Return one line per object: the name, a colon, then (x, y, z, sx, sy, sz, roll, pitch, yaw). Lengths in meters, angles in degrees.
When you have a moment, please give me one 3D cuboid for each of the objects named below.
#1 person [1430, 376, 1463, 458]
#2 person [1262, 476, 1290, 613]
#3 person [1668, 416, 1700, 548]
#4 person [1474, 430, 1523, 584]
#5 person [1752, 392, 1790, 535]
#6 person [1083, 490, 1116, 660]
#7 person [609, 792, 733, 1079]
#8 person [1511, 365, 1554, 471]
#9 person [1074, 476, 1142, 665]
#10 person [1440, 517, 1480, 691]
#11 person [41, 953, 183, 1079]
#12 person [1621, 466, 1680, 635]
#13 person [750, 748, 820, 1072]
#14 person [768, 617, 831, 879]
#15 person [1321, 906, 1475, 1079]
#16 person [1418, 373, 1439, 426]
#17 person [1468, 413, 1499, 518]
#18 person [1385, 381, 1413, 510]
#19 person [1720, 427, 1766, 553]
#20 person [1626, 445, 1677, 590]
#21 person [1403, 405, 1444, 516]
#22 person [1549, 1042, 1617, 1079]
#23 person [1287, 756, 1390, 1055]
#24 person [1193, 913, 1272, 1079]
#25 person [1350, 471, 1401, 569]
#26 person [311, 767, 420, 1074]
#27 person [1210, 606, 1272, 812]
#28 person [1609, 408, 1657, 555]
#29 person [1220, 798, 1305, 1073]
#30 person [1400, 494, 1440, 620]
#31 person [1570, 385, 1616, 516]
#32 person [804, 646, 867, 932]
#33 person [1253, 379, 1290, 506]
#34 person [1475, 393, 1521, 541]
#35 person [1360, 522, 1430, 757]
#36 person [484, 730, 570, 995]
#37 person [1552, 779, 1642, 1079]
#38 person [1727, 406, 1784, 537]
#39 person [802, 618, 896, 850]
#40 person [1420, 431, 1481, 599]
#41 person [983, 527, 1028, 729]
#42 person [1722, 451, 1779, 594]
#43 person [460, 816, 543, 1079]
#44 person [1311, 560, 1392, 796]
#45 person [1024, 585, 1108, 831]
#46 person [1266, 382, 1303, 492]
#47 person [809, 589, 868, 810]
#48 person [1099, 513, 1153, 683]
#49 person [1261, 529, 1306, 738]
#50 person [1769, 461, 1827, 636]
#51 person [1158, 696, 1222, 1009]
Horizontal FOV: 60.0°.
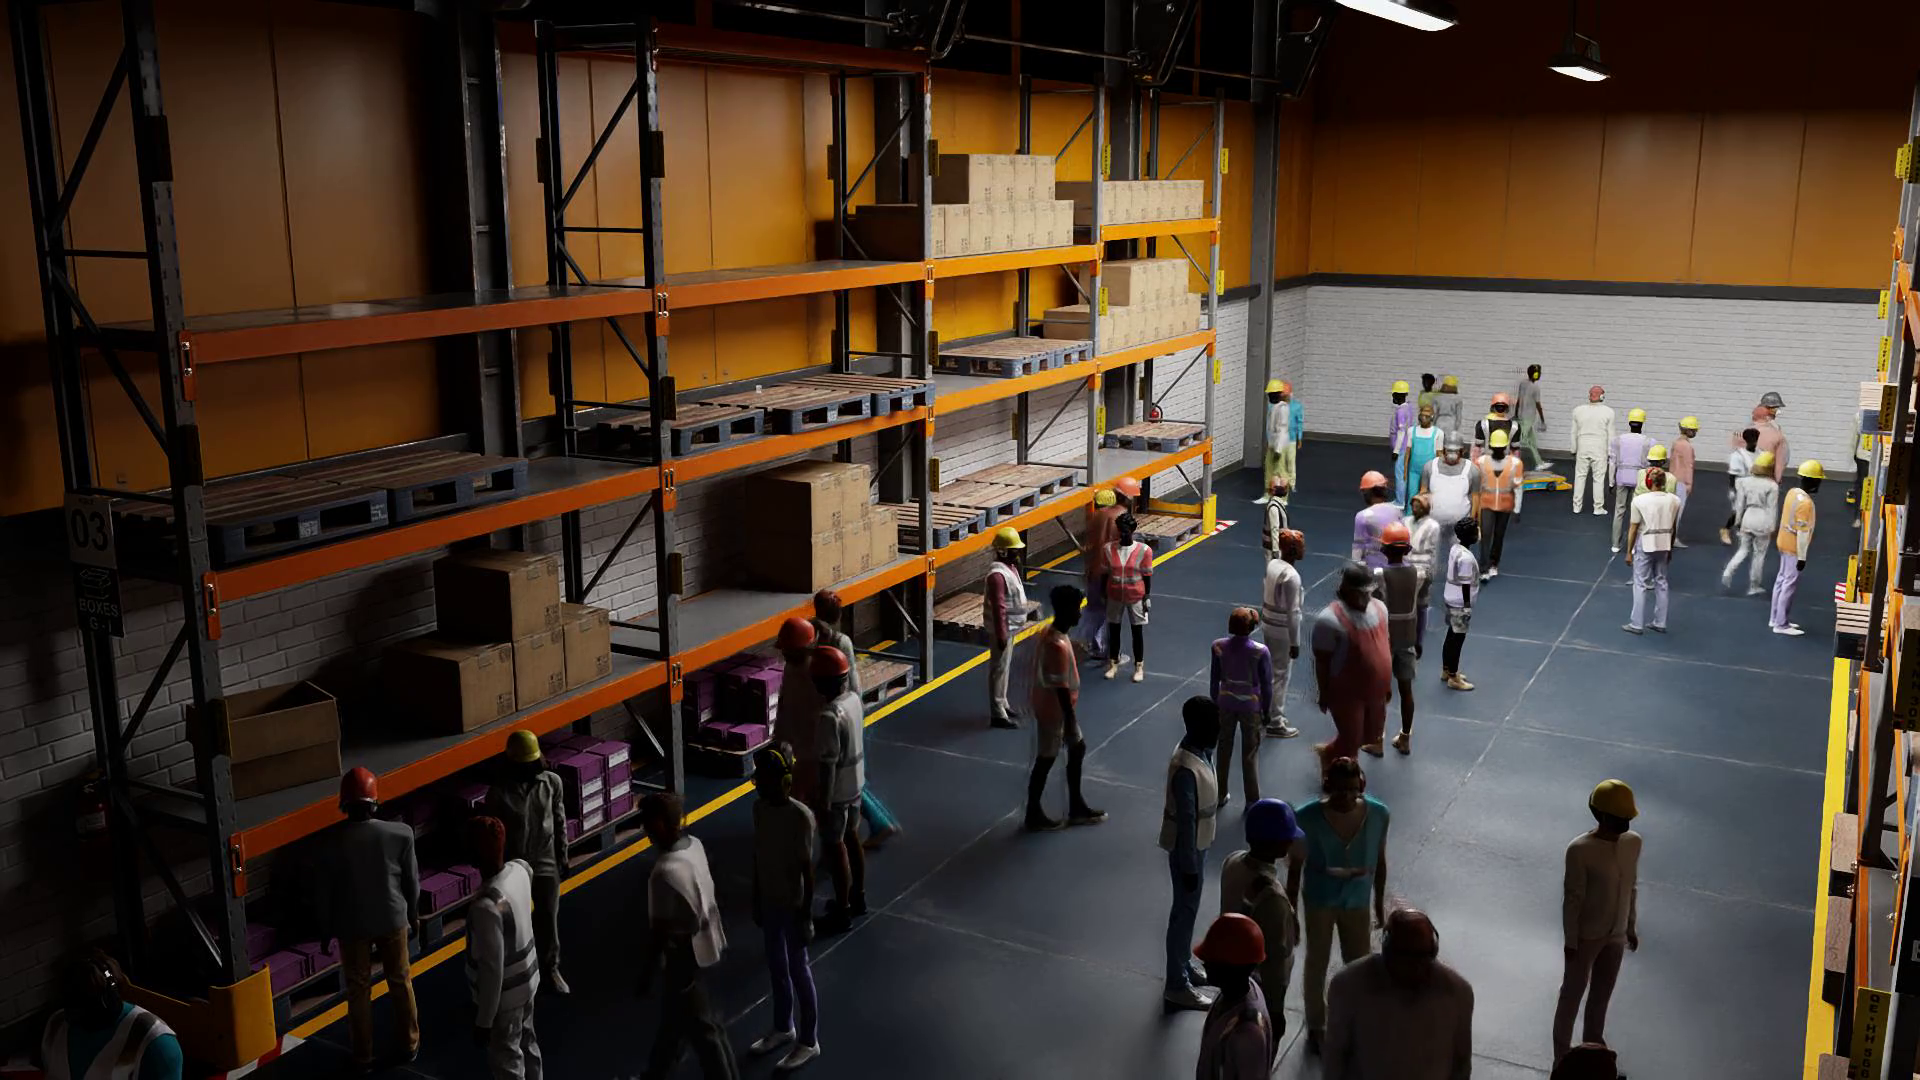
person: (7.868, -1.815, 26.984, 0.490, 1.706, 0.796, 7, 14, 29)
person: (3.529, 0.089, 18.622, 0.306, 1.637, 0.523, 3, 13, 12)
person: (9.645, -0.774, 22.222, 0.380, 1.753, 0.561, -1, 13, -3)
person: (6.551, -0.412, 20.322, 0.597, 1.871, 0.986, 4, 13, 16)
person: (10.983, -1.009, 22.625, 0.537, 2.000, 0.683, 7, 15, 30)
person: (1.458, 0.353, 17.171, 0.335, 1.759, 0.523, -2, 13, -9)
person: (-1.523, 2.212, 8.798, 0.851, 1.797, 0.555, 1, 13, 3)
person: (9.475, -1.999, 27.570, 0.994, 1.812, 0.550, -3, 13, -13)
person: (1.558, 0.326, 16.839, 0.573, 1.962, 0.625, -6, 14, -26)
person: (4.877, 0.606, 16.172, 0.316, 1.695, 0.542, 1, 13, 4)
person: (-3.542, 2.594, 6.947, 0.622, 1.844, 0.429, 3, 13, 12)
person: (7.507, 0.121, 18.039, 0.562, 1.835, 0.387, -3, 13, -12)
person: (-0.995, 2.055, 9.331, 0.504, 1.861, 0.329, 11, 17, 41)
person: (-1.169, 1.485, 11.625, 0.807, 1.958, 0.636, -5, 13, -20)
person: (1.926, 2.469, 7.404, 0.649, 1.890, 0.716, 2, 13, 7)
person: (7.828, -1.958, 27.694, 0.461, 1.674, 0.545, -5, 14, -22)
person: (7.127, -0.859, 22.619, 0.610, 1.754, 0.414, -3, 13, -13)
person: (6.495, -1.396, 24.615, 0.368, 1.928, 0.585, 5, 13, 21)
person: (10.349, -0.675, 21.935, 0.558, 1.676, 0.477, -4, 13, -16)
person: (8.321, -0.277, 19.994, 0.333, 1.761, 0.528, -8, 15, -33)
person: (6.307, -0.926, 22.695, 0.508, 1.847, 0.345, 6, 14, 26)
person: (2.458, 2.764, 6.652, 0.279, 1.634, 0.499, 3, 13, 14)
person: (2.121, 2.090, 9.248, 0.592, 1.815, 0.767, -1, 13, -3)
person: (1.143, 2.502, 7.127, 0.342, 1.942, 0.552, 0, 13, 1)
person: (4.241, 0.320, 16.752, 0.632, 2.010, 0.687, -11, 16, -39)
person: (-3.302, 2.113, 9.296, 0.564, 1.753, 0.336, -6, 14, -26)
person: (2.205, 1.324, 13.088, 0.514, 1.640, 0.310, 8, 15, 31)
person: (8.794, -0.762, 21.777, 0.585, 1.928, 0.366, 8, 15, 33)
person: (1.499, 2.222, 8.368, 0.400, 1.945, 0.615, -3, 13, -11)
person: (4.876, 0.302, 17.699, 0.456, 1.622, 0.517, -10, 16, -38)
person: (9.235, -1.305, 24.271, 0.638, 1.902, 0.407, 9, 16, 36)
person: (-0.833, 1.638, 11.039, 0.389, 1.929, 0.548, 4, 13, 18)
person: (4.712, -1.442, 24.842, 0.395, 1.924, 0.611, -3, 13, -11)
person: (7.253, -0.984, 22.559, 0.609, 2.029, 0.408, 1, 13, 6)
person: (3.699, 0.853, 14.282, 0.605, 2.045, 0.379, -2, 13, -10)
person: (-2.590, 1.962, 10.022, 0.488, 1.737, 0.330, -9, 16, -36)
person: (3.510, 2.148, 9.113, 0.522, 1.769, 0.311, -6, 14, -25)
person: (10.729, -0.881, 22.476, 0.655, 1.861, 0.948, 6, 14, 26)
person: (-0.934, 1.442, 12.198, 0.947, 1.807, 0.551, -4, 13, -17)
person: (5.649, -0.258, 19.264, 0.680, 2.000, 0.537, 4, 13, 18)
person: (0.416, 0.781, 15.077, 0.404, 1.835, 0.586, 2, 13, 8)
person: (9.385, -0.188, 19.665, 0.493, 1.733, 0.493, -7, 14, -28)
person: (-2.293, 2.264, 8.323, 0.355, 1.886, 0.572, 1, 13, 4)
person: (3.087, 1.104, 13.164, 0.693, 2.000, 0.738, -8, 15, -31)
person: (0.846, 1.281, 12.586, 0.788, 1.934, 0.645, 1, 13, 3)
person: (5.069, -1.611, 26.000, 0.573, 1.742, 0.350, 0, 13, 1)
person: (-1.020, 1.271, 12.794, 0.610, 1.872, 0.455, 8, 15, 32)
person: (1.628, 0.563, 16.379, 0.536, 1.693, 0.319, 4, 13, 18)
person: (2.868, 0.823, 14.809, 0.364, 1.875, 0.574, -2, 13, -9)
person: (9.090, 0.082, 18.035, 0.413, 1.918, 0.581, 3, 13, 11)
person: (1.392, 1.859, 10.062, 0.380, 1.916, 0.596, 3, 13, 12)
